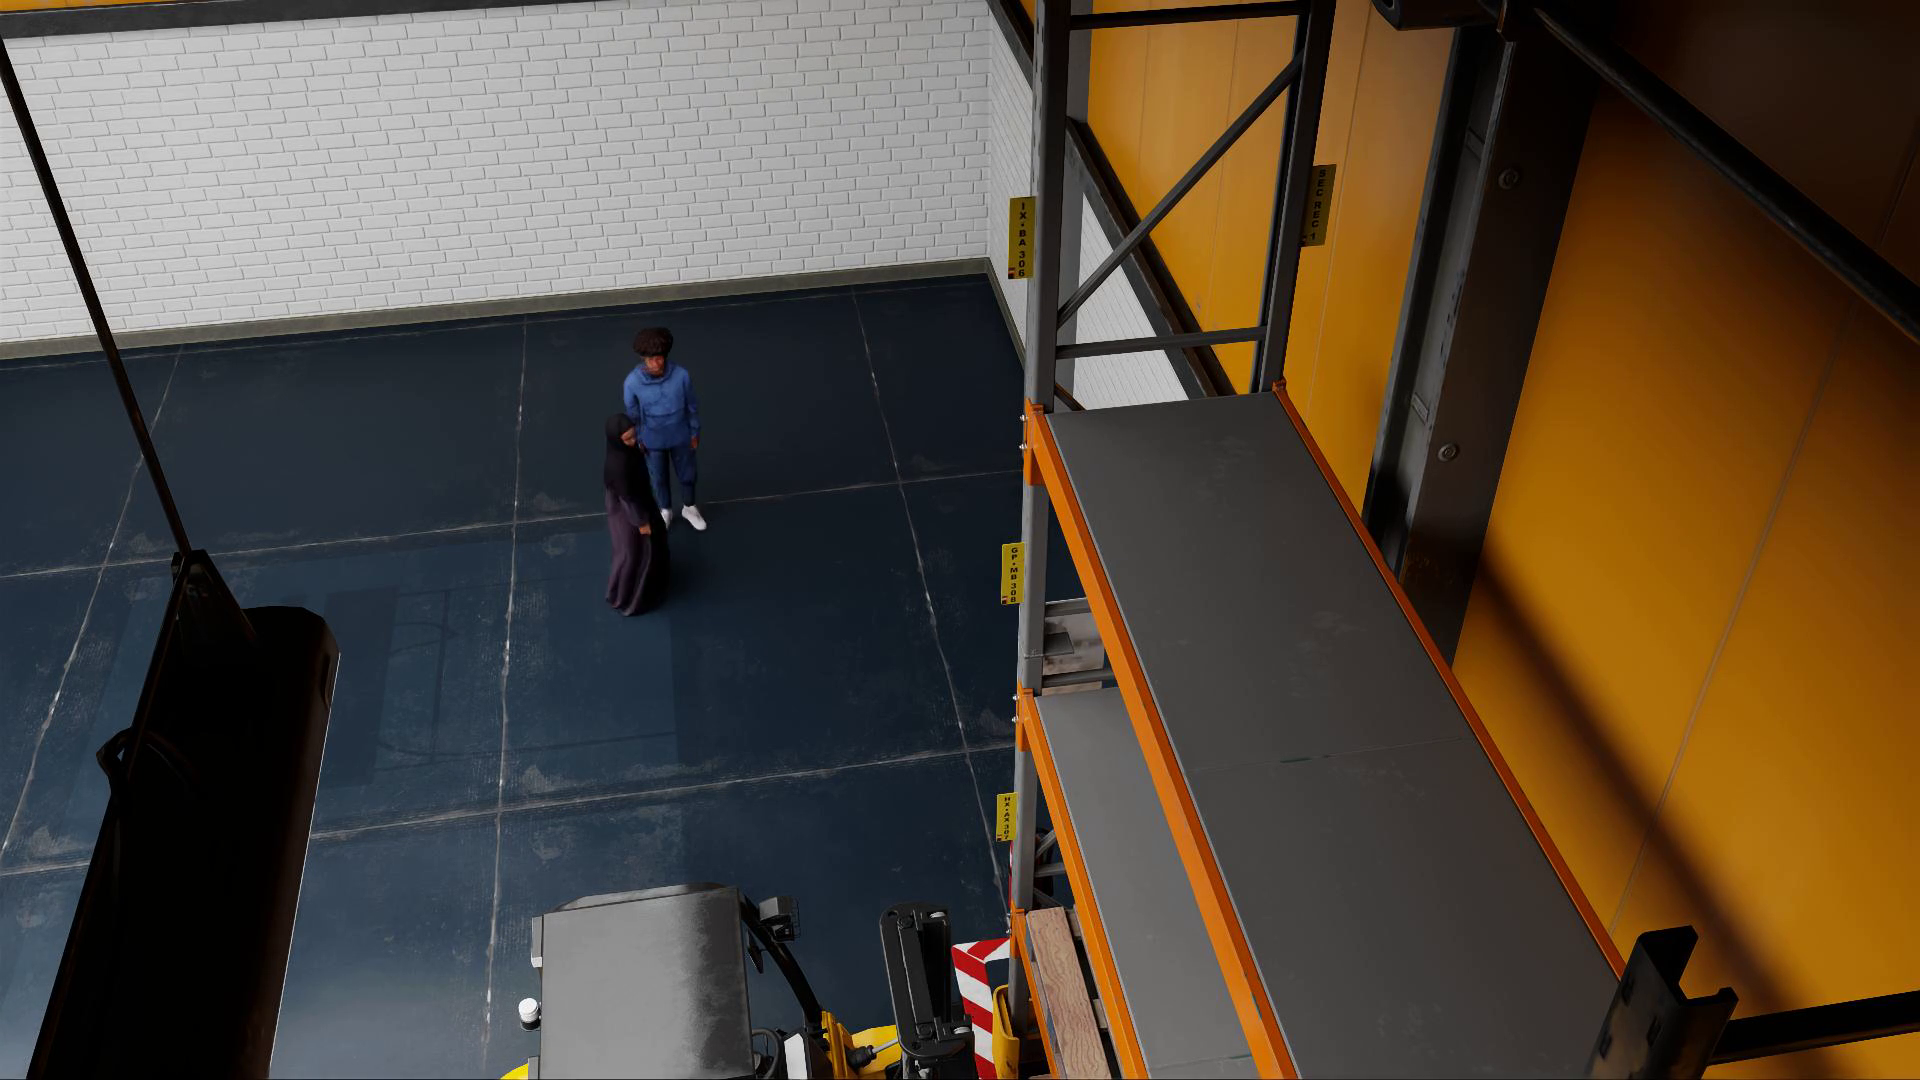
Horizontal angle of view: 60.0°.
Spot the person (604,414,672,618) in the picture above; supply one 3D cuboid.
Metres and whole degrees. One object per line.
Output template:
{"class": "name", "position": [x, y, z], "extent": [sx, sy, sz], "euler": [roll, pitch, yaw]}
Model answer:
{"class": "person", "position": [-2.306, -0.254, 11.676], "extent": [0.876, 1.599, 0.686], "euler": [-9, 40, -11]}

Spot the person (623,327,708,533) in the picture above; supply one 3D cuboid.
{"class": "person", "position": [-2.172, -0.812, 12.218], "extent": [0.702, 1.794, 0.650], "euler": [-8, 39, -10]}
